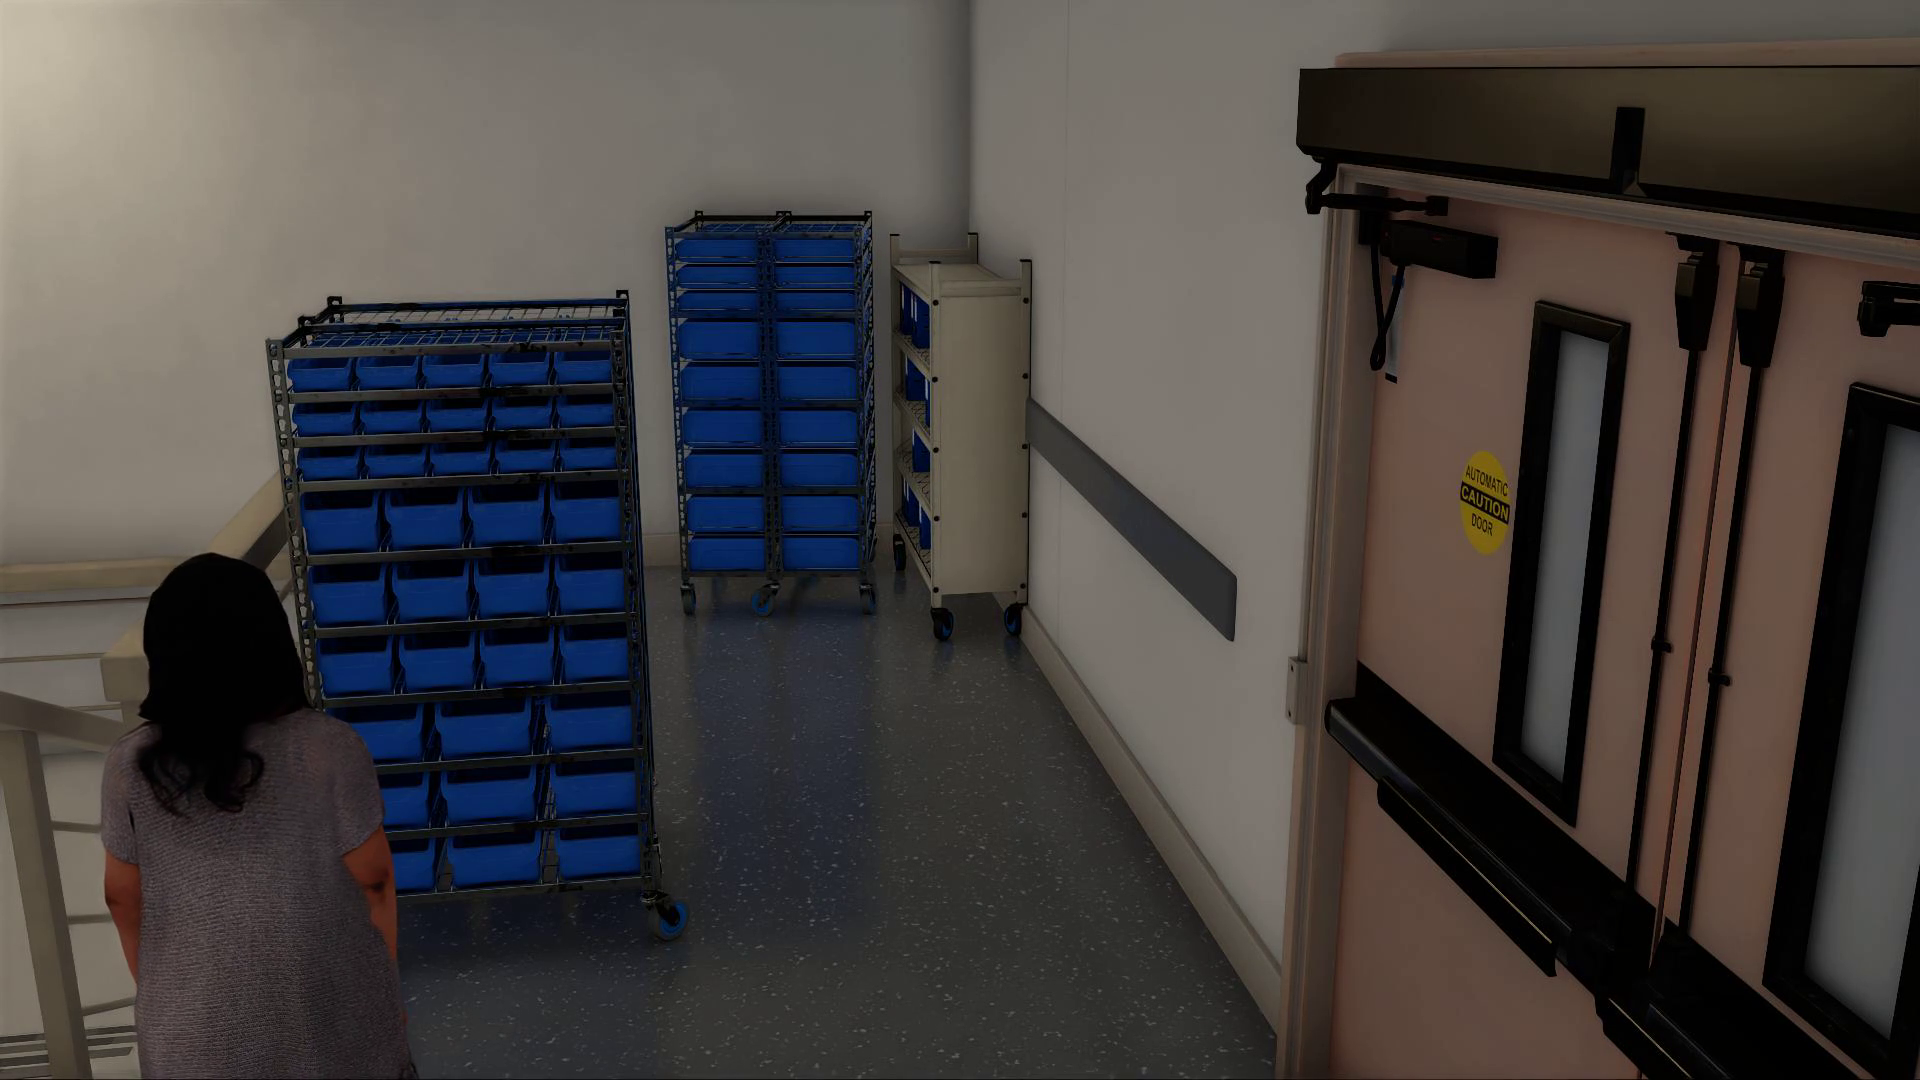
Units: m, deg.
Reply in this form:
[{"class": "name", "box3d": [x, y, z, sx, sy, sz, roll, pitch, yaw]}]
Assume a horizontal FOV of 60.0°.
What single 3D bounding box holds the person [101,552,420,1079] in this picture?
[{"class": "person", "box3d": [-1.221, 0.805, 2.929, 0.612, 1.608, 0.633, -2, 16, -9]}]
